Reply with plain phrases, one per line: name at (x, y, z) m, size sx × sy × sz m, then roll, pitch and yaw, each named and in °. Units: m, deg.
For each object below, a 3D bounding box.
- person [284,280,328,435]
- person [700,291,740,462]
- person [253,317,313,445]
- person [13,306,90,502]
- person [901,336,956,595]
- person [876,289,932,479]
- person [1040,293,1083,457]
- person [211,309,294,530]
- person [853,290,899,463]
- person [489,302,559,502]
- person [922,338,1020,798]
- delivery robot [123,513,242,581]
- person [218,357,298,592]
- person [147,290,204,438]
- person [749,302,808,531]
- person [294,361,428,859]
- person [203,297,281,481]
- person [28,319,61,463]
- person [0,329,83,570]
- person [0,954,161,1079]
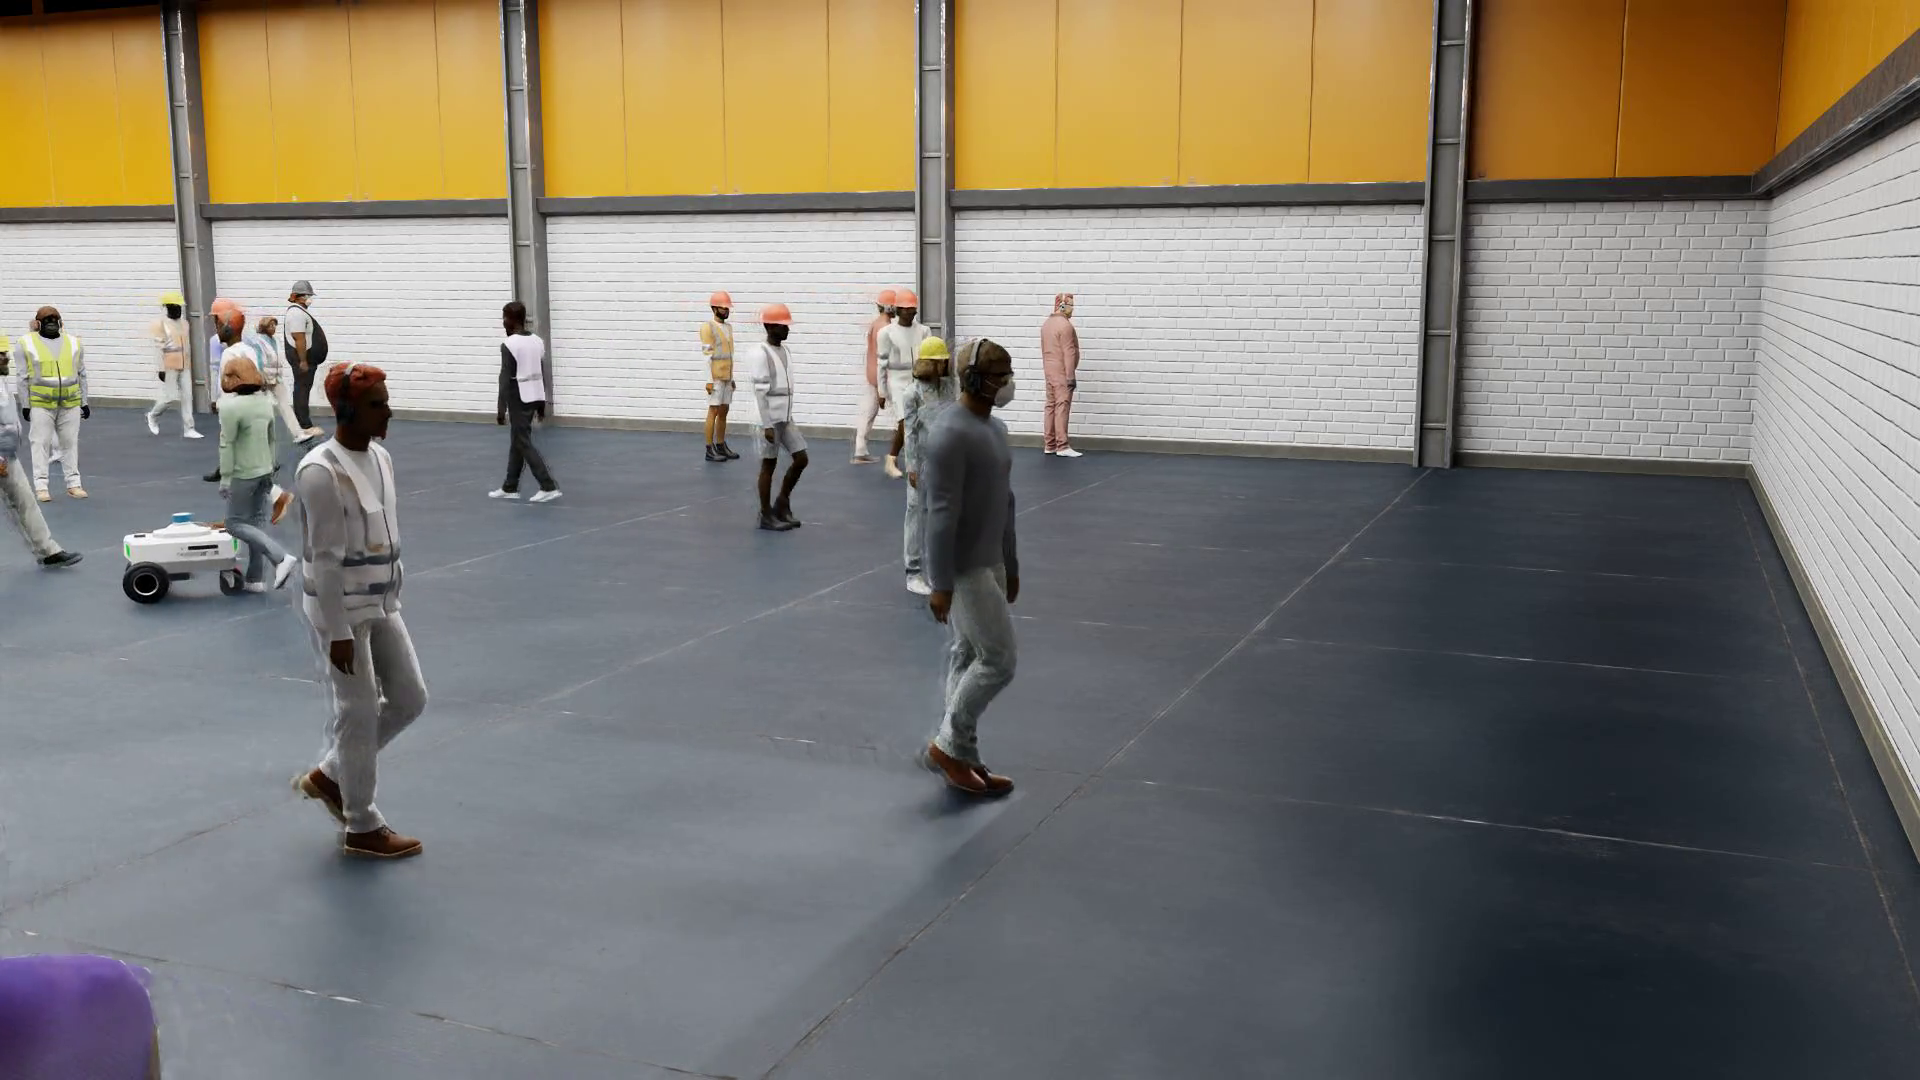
person at (-8.596, -2.400, 21.886) m, size 0.536 × 2.000 × 0.683 m, roll -4°, pitch 10°, yaw -22°
person at (-2.712, -1.862, 18.941) m, size 0.371 × 1.935 × 0.551 m, roll 4°, pitch 10°, yaw 23°
person at (-8.462, -1.948, 20.490) m, size 0.877 × 1.585 × 0.536 m, roll 3°, pitch 10°, yaw 18°
person at (-8.585, -1.293, 15.778) m, size 0.430 × 1.845 × 0.623 m, roll 9°, pitch 13°, yaw 44°
person at (-0.184, -0.509, 11.328) m, size 0.294 × 1.744 × 0.487 m, roll 8°, pitch 12°, yaw 40°
person at (-0.546, -1.573, 17.040) m, size 0.632 × 1.992 × 1.055 m, roll -6°, pitch 11°, yaw -32°
person at (1.195, -1.922, 19.412) m, size 0.403 × 1.904 × 0.637 m, roll -4°, pitch 10°, yaw -22°
person at (-5.960, -0.989, 13.863) m, size 0.627 × 1.867 × 0.602 m, roll -2°, pitch 10°, yaw -10°
person at (-0.752, -1.827, 18.698) m, size 0.995 × 1.946 × 0.614 m, roll -4°, pitch 10°, yaw -23°
person at (-4.147, -1.297, 15.677) m, size 0.822 × 1.891 × 0.609 m, roll 3°, pitch 10°, yaw 16°
person at (0.086, 0.133, 6.879) m, size 0.443 × 1.924 × 0.658 m, roll 3°, pitch 10°, yaw 19°
delivery robot at (-5.218, 0.061, 11.178) m, size 0.707 × 0.478 × 0.477 m, roll -4°, pitch 10°, yaw -23°
person at (-4.737, -0.422, 11.181) m, size 0.507 × 1.615 × 0.514 m, roll 2°, pitch 10°, yaw 12°
person at (-10.136, -2.254, 21.395) m, size 0.710 × 1.911 × 0.597 m, roll 3°, pitch 10°, yaw 20°
person at (-1.506, -1.013, 13.840) m, size 0.500 × 1.916 × 0.557 m, roll 5°, pitch 11°, yaw 28°
person at (-2.264, 0.273, 6.204) m, size 0.458 × 1.873 × 0.587 m, roll 1°, pitch 9°, yaw 9°
person at (-7.347, -1.511, 16.918) m, size 0.910 × 1.910 × 0.551 m, roll 2°, pitch 10°, yaw 13°
person at (-10.227, -1.656, 18.617) m, size 0.380 × 1.623 × 0.548 m, roll -6°, pitch 11°, yaw -34°
person at (-6.941, -0.626, 11.944) m, size 0.942 × 1.779 × 0.601 m, roll 0°, pitch 9°, yaw -3°
person at (-1.010, 1.050, 1.588) m, size 0.447 × 1.834 × 0.592 m, roll 5°, pitch 11°, yaw 28°
